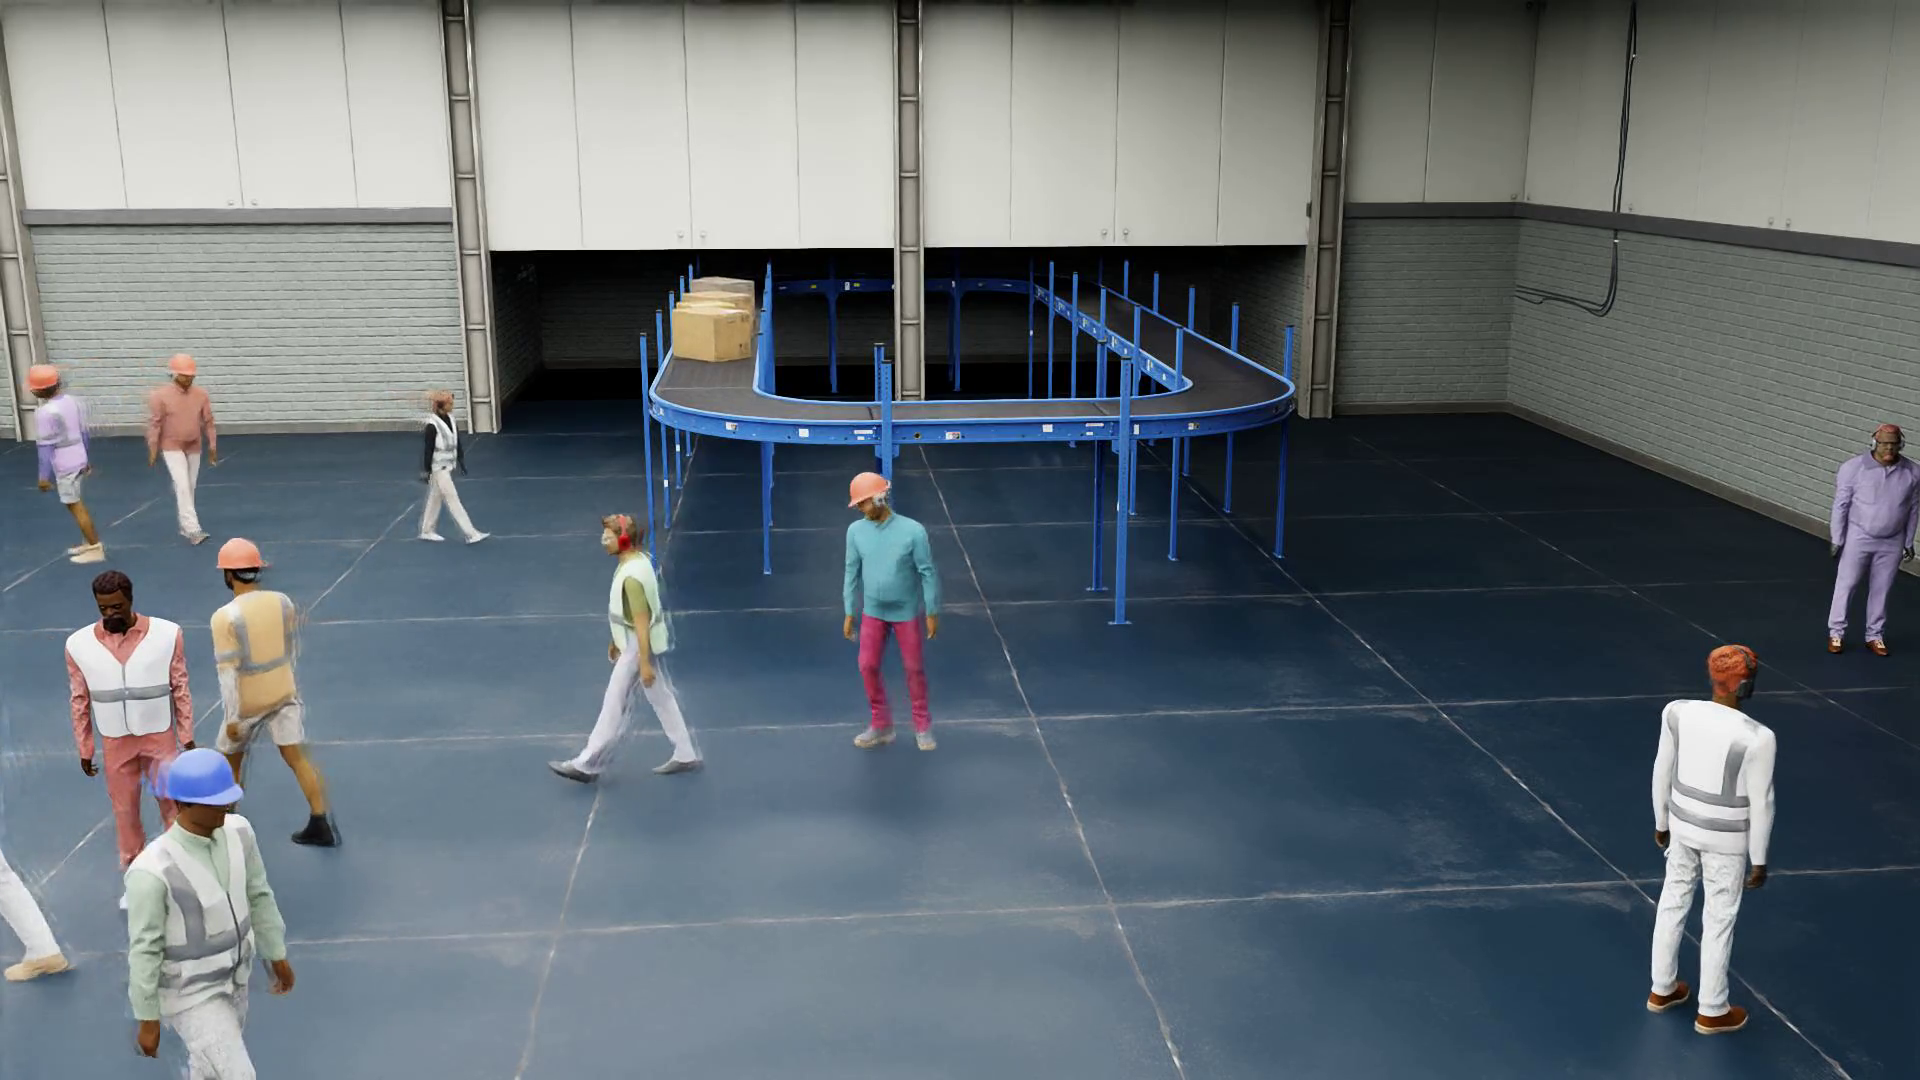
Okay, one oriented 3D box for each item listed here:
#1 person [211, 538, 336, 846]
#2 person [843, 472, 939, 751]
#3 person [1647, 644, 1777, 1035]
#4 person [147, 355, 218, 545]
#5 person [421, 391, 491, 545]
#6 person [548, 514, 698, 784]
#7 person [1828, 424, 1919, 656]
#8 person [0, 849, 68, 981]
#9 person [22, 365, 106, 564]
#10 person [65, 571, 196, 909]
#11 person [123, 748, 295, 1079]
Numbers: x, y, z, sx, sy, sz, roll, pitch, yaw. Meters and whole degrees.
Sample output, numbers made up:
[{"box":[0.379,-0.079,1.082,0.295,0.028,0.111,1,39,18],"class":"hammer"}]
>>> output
[{"box":[-4.186,0.905,9.880,0.968,1.870,0.565,8,16,30],"class":"person"},{"box":[-0.465,0.493,11.379,0.677,1.950,0.432,5,15,19],"class":"person"},{"box":[3.547,1.402,7.862,0.337,1.882,0.584,-9,17,-32],"class":"person"},{"box":[-7.893,-0.921,17.032,0.986,1.939,0.630,11,18,38],"class":"person"},{"box":[-5.216,-0.733,17.003,0.866,1.588,0.523,2,14,7],"class":"person"},{"box":[-2.188,0.710,10.808,0.981,1.791,0.602,-2,14,-8],"class":"person"},{"box":[7.380,0.001,13.423,0.651,1.906,0.403,2,14,10],"class":"person"},{"box":[-4.977,1.387,8.131,0.977,1.795,0.625,-2,14,-8],"class":"person"},{"box":[-8.673,-0.722,16.125,0.514,2.003,0.656,-1,14,-3],"class":"person"},{"box":[-4.521,1.078,9.122,0.597,1.908,0.407,-5,15,-19],"class":"person"},{"box":[-2.815,1.727,6.474,0.757,1.920,0.645,3,14,13],"class":"person"}]
